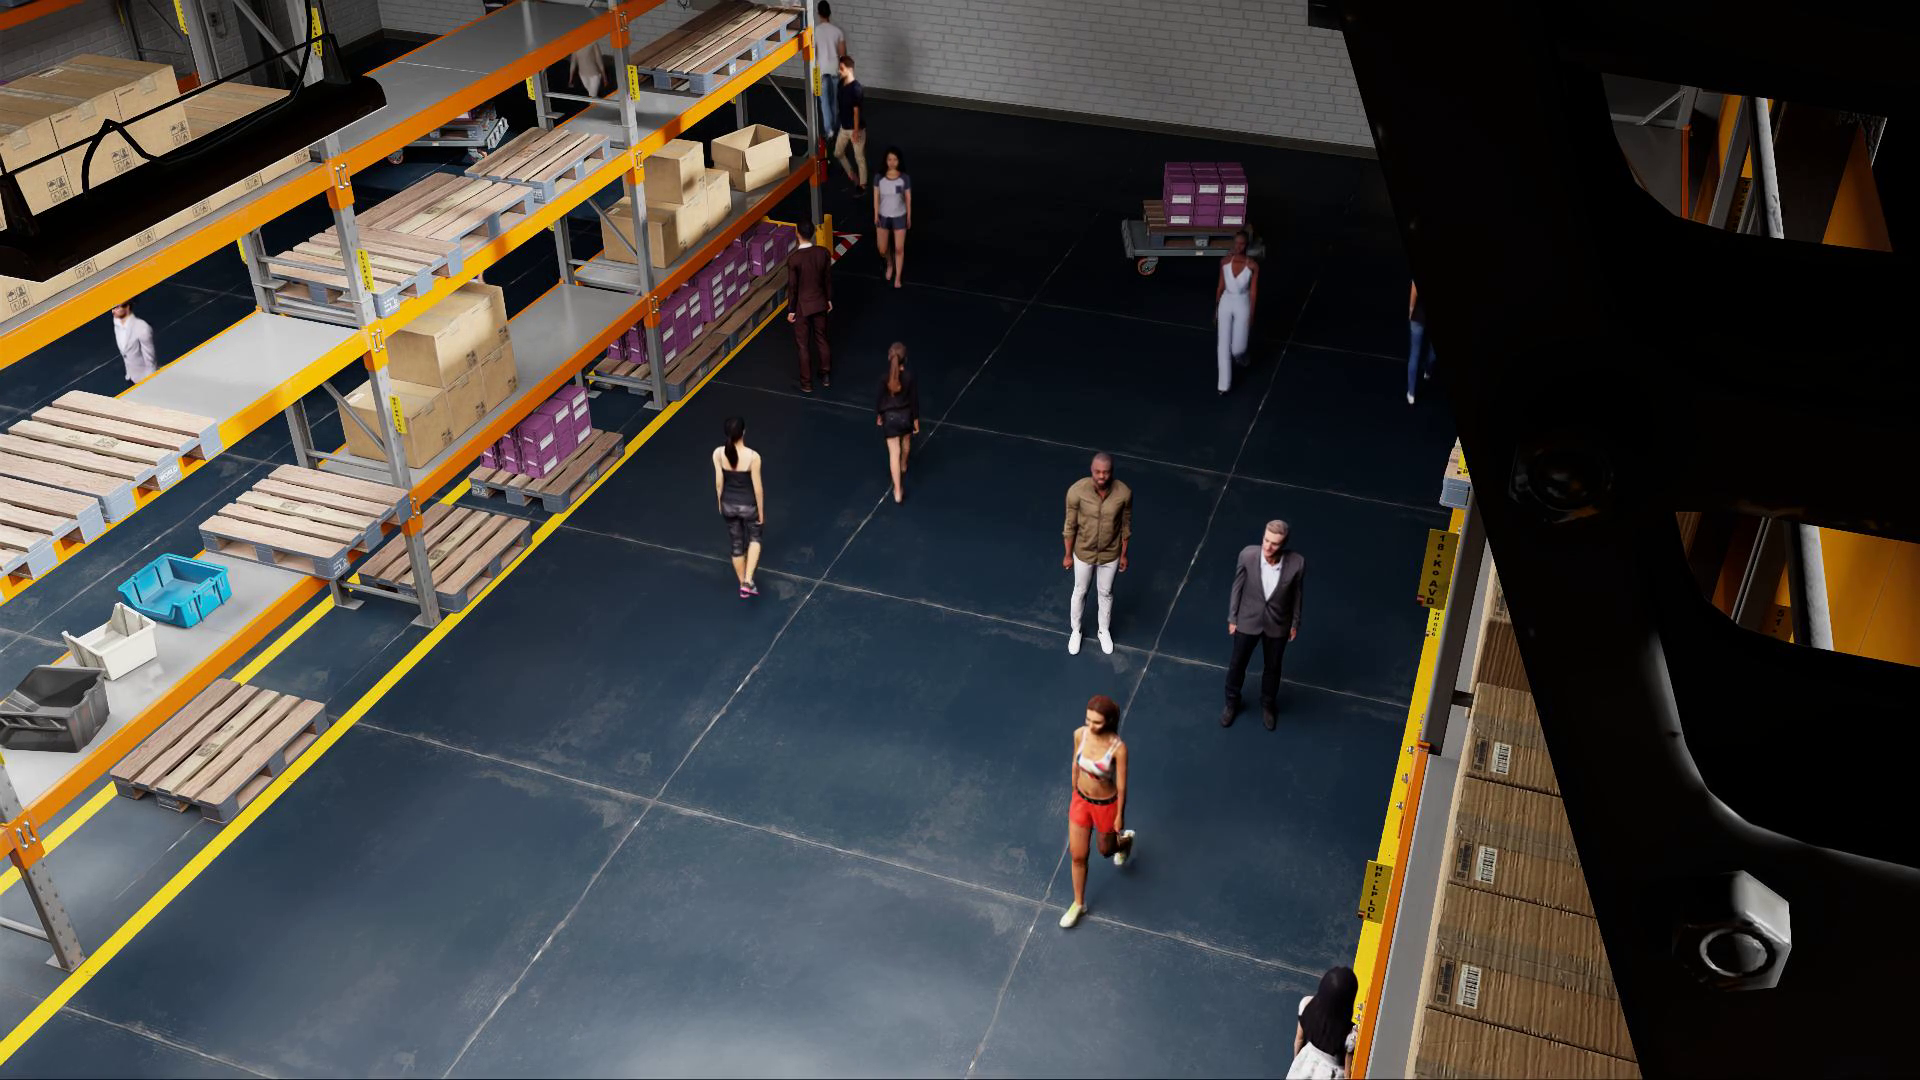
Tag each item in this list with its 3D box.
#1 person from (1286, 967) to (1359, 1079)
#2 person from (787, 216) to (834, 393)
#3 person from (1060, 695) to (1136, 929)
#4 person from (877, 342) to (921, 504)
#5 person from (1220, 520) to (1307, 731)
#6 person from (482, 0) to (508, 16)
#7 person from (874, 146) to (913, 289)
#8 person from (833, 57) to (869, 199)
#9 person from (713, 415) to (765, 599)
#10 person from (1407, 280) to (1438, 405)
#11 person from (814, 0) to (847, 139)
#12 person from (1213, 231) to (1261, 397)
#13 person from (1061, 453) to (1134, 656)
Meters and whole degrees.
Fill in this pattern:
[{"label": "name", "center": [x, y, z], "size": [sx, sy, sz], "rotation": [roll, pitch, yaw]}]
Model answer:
[{"label": "person", "center": [1.962, 2.983, 9.036], "size": [0.797, 1.769, 0.775], "rotation": [-25, 41, -33]}, {"label": "person", "center": [-1.547, -2.416, 17.073], "size": [0.731, 1.864, 0.840], "rotation": [-22, 39, -29]}, {"label": "person", "center": [0.951, 1.710, 10.954], "size": [0.764, 1.767, 1.111], "rotation": [21, 39, 28]}, {"label": "person", "center": [-0.577, -1.074, 15.371], "size": [0.821, 1.514, 1.106], "rotation": [-1, 34, -2]}, {"label": "person", "center": [2.289, 0.610, 12.545], "size": [0.749, 1.838, 0.668], "rotation": [5, 34, 8]}, {"label": "person", "center": [-7.224, -8.228, 25.894], "size": [0.605, 1.780, 0.520], "rotation": [15, 36, 21]}, {"label": "person", "center": [-0.771, -3.779, 19.275], "size": [0.679, 1.696, 0.699], "rotation": [2, 34, 3]}, {"label": "person", "center": [-1.314, -5.351, 21.507], "size": [0.768, 1.844, 0.762], "rotation": [-27, 42, -34]}, {"label": "person", "center": [-1.865, -0.215, 13.894], "size": [0.652, 1.718, 0.728], "rotation": [3, 34, 5]}, {"label": "person", "center": [4.741, -2.171, 16.871], "size": [0.584, 1.680, 1.020], "rotation": [11, 35, 16]}, {"label": "person", "center": [-1.837, -6.572, 23.362], "size": [1.055, 1.824, 1.202], "rotation": [-7, 34, -11]}, {"label": "person", "center": [2.847, -2.355, 17.066], "size": [0.637, 1.771, 0.806], "rotation": [16, 37, 23]}, {"label": "person", "center": [1.093, 0.088, 13.342], "size": [0.796, 1.825, 0.737], "rotation": [-1, 34, -2]}]
